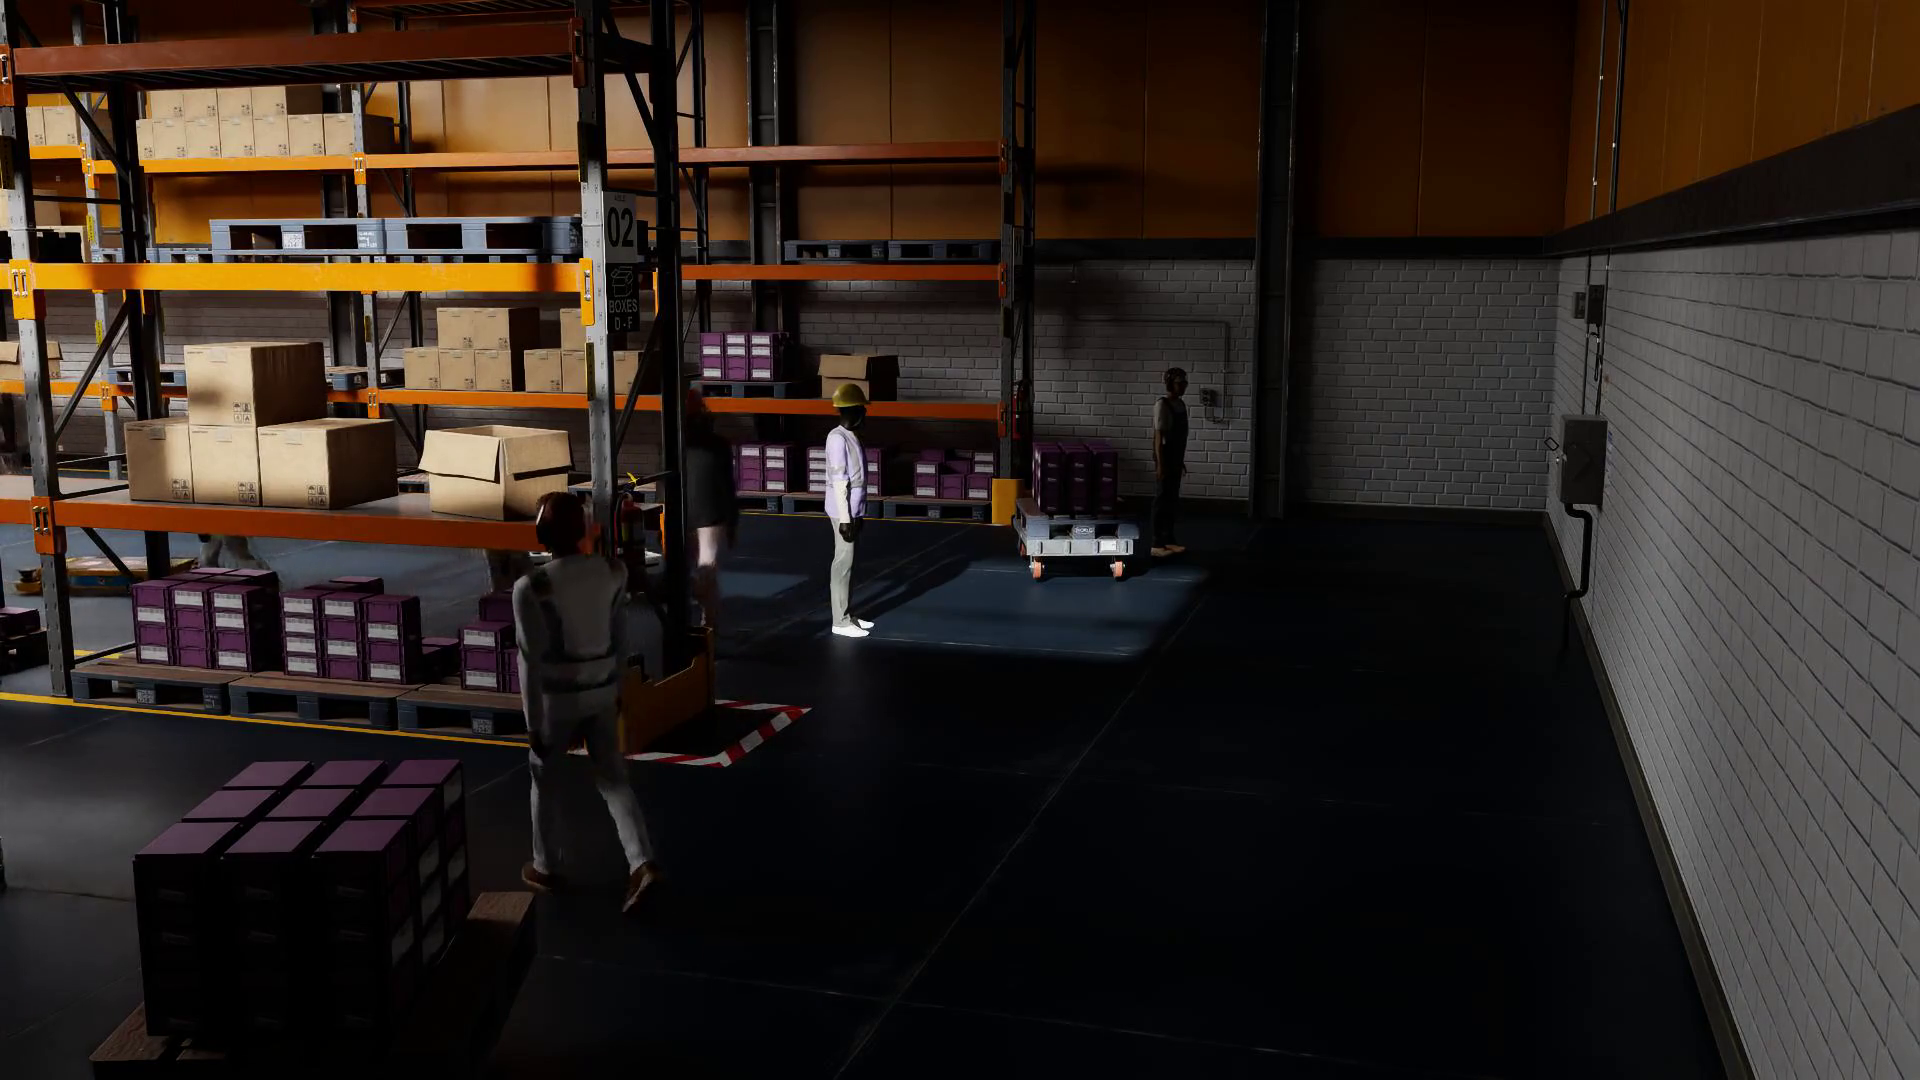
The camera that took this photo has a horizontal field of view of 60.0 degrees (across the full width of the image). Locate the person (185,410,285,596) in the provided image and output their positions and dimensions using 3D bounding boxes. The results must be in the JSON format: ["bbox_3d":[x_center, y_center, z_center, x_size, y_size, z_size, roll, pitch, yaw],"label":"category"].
[{"bbox_3d":[-5.687,-0.234,12.947,1.006,1.871,0.592,-1,9,-8],"label":"person"}]

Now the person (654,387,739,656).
[{"bbox_3d":[-1.884,-0.142,12.089,0.666,1.964,0.723,2,10,14],"label":"person"}]

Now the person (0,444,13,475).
[{"bbox_3d":[-10.839,-1.105,18.330,1.036,1.842,0.665,-7,12,-37],"label":"person"}]

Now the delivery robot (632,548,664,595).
[{"bbox_3d":[-2.800,0.197,14.006,0.477,0.478,0.707,-8,12,-41],"label":"delivery robot"}]

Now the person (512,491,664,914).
[{"bbox_3d":[-1.640,0.707,7.245,0.574,1.854,0.905,-8,12,-39],"label":"person"}]

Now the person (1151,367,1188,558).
[{"bbox_3d":[2.054,-0.758,16.193,0.344,1.845,0.506,6,11,34],"label":"person"}]

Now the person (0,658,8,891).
[{"bbox_3d":[-4.505,0.687,7.424,0.403,1.832,0.594,-5,10,-27],"label":"person"}]

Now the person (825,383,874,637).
[{"bbox_3d":[-0.849,-0.232,12.729,0.355,1.930,0.586,1,9,5],"label":"person"}]

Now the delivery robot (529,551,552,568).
[{"bbox_3d":[-3.590,0.171,14.165,0.477,0.478,0.707,-2,10,-11],"label":"delivery robot"}]

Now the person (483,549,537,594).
[{"bbox_3d":[-3.118,0.111,11.564,0.367,1.623,0.512,3,10,16],"label":"person"}]

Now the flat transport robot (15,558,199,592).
[{"bbox_3d":[-7.371,0.298,14.541,1.431,0.197,0.652,0,9,1],"label":"flat transport robot"}]
